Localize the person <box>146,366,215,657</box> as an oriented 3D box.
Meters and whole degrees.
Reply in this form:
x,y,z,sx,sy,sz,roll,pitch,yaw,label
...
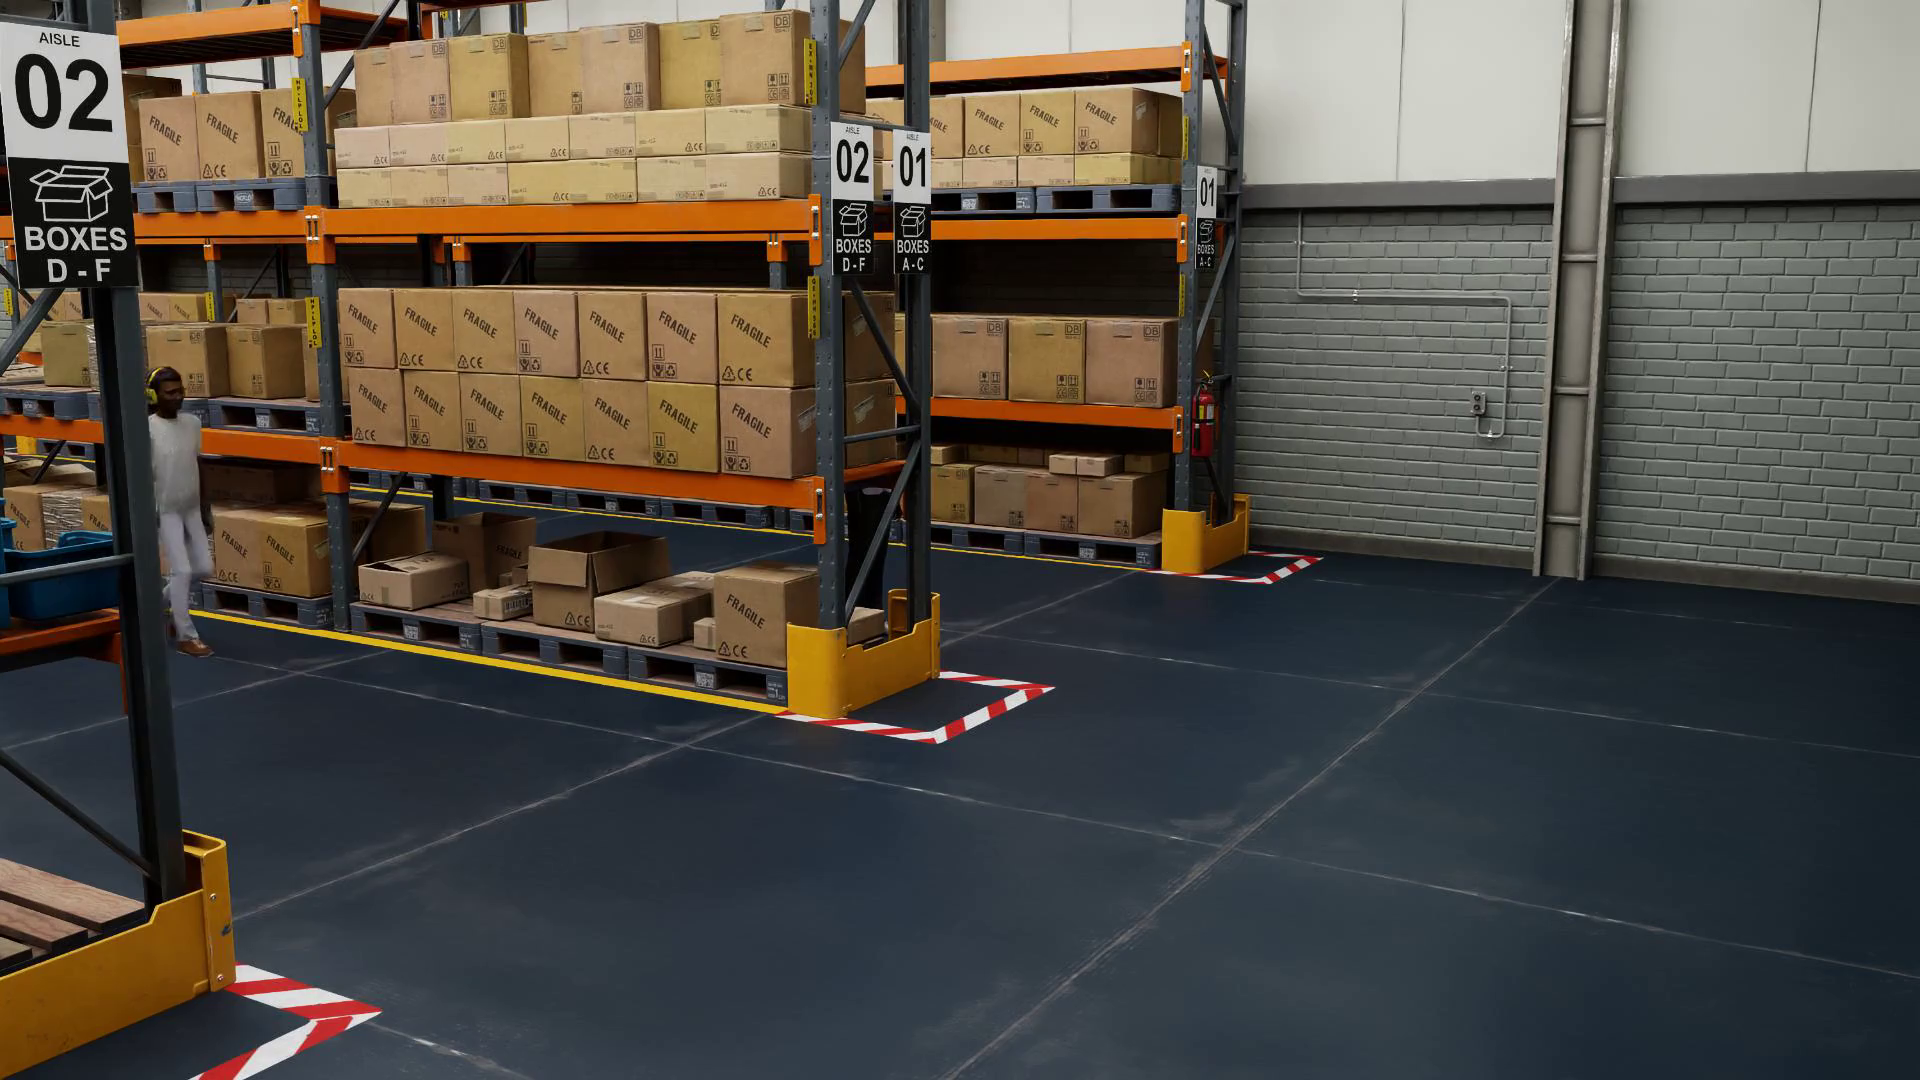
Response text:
x,y,z,sx,sy,sz,roll,pitch,yaw,label
-5.009,-0.184,10.570,0.580,1.851,0.537,4,11,24,person

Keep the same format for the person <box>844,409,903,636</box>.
x,y,z,sx,sy,sz,roll,pitch,yaw,label
-0.588,-0.277,10.917,0.392,1.920,0.588,5,11,26,person
